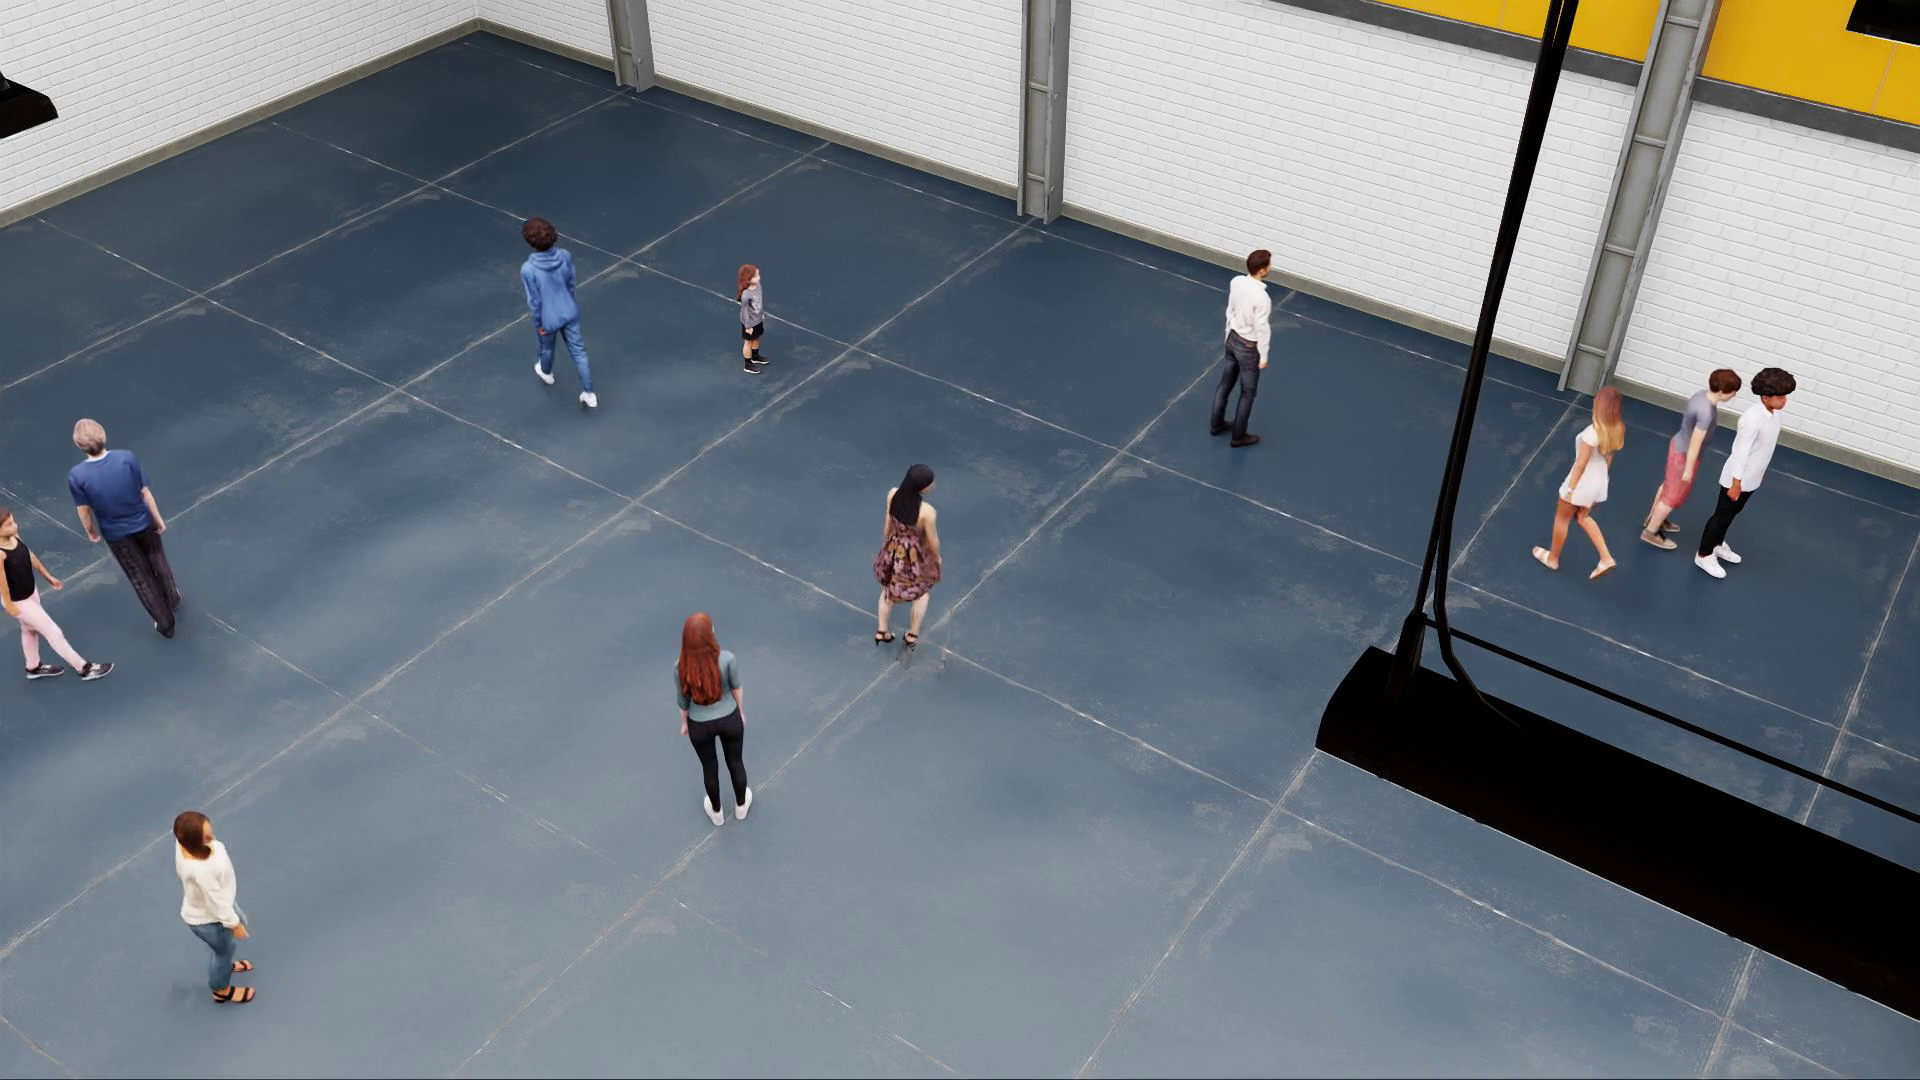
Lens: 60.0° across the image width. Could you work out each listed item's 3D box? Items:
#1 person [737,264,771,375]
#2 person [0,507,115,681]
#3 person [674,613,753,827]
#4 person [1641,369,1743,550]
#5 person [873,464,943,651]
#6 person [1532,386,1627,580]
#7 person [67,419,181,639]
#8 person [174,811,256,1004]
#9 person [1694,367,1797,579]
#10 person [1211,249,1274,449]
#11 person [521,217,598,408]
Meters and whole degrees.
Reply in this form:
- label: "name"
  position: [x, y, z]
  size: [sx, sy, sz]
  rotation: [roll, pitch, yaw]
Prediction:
- label: "person"
  position: [-1.928, -2.071, 15.369]
  size: [0.505, 1.105, 0.507]
  rotation: [13, 40, 16]
- label: "person"
  position: [-6.785, 0.410, 11.913]
  size: [0.918, 1.541, 0.858]
  rotation: [-6, 39, -7]
- label: "person"
  position: [-1.595, 1.180, 10.786]
  size: [0.669, 1.743, 0.727]
  rotation: [-7, 39, -8]
- label: "person"
  position: [5.753, -0.680, 13.200]
  size: [0.625, 1.638, 0.625]
  rotation: [15, 41, 18]
- label: "person"
  position: [-0.351, 0.194, 12.028]
  size: [0.629, 1.735, 0.775]
  rotation: [12, 40, 15]
- label: "person"
  position: [4.892, -0.390, 12.806]
  size: [0.768, 1.676, 0.989]
  rotation: [-26, 46, -29]
- label: "person"
  position: [-6.080, -0.040, 12.226]
  size: [0.792, 1.853, 0.873]
  rotation: [-27, 46, -30]
- label: "person"
  position: [-4.403, 2.144, 9.655]
  size: [0.827, 1.649, 0.725]
  rotation: [-26, 45, -29]
- label: "person"
  position: [6.084, -0.547, 12.895]
  size: [0.674, 1.810, 0.642]
  rotation: [-30, 48, -32]
- label: "person"
  position: [2.421, -1.643, 14.225]
  size: [0.801, 1.863, 0.652]
  rotation: [-21, 43, -24]
- label: "person"
  position: [-3.524, -1.975, 14.712]
  size: [0.962, 1.774, 1.256]
  rotation: [-23, 44, -26]
